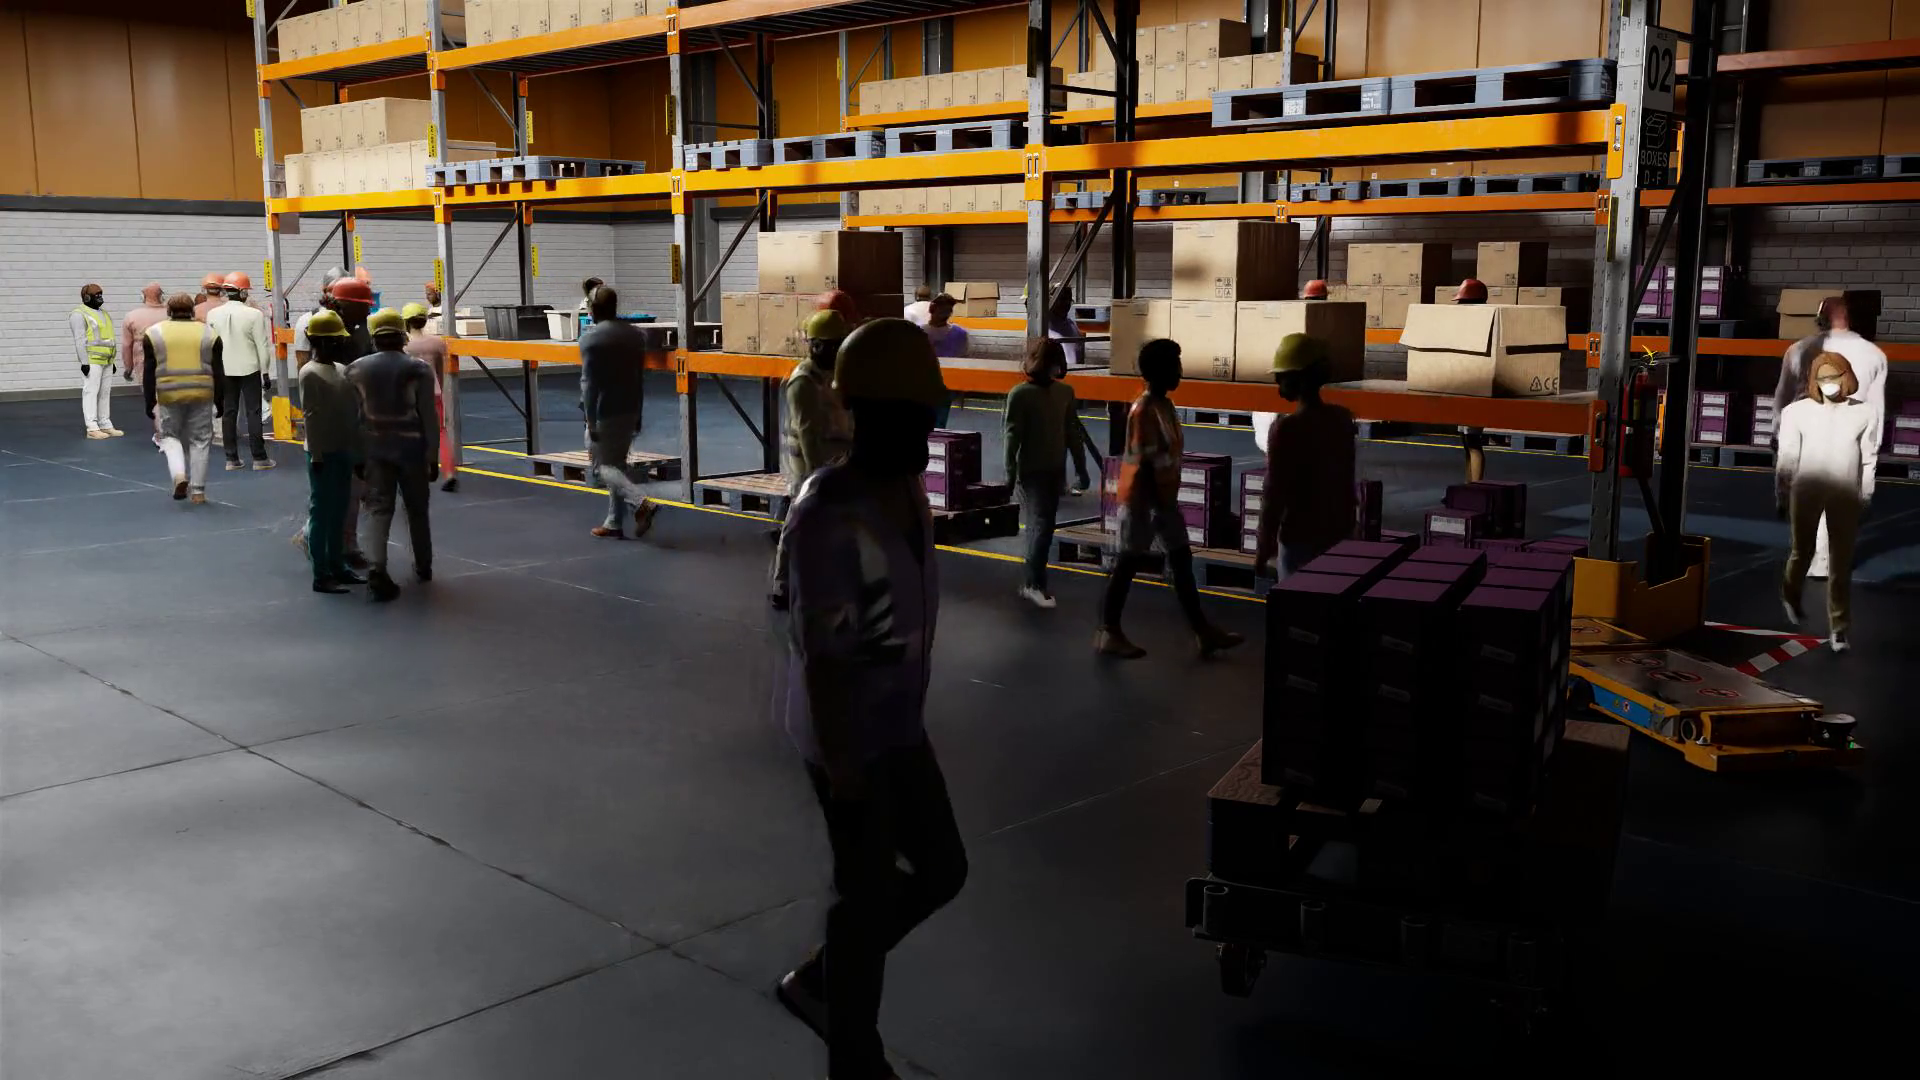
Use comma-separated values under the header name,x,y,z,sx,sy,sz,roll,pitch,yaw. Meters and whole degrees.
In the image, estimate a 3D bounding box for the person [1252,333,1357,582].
name,x,y,z,sx,sy,sz,roll,pitch,yaw
person,1.463,-0.003,7.105,0.539,1.746,0.396,-8,12,-40

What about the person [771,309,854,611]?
name,x,y,z,sx,sy,sz,roll,pitch,yaw
person,-0.726,-0.433,9.645,0.926,1.780,0.623,4,10,22

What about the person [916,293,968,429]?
name,x,y,z,sx,sy,sz,roll,pitch,yaw
person,-0.207,-1.310,14.969,0.581,1.803,0.804,-1,9,-9

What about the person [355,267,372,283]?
name,x,y,z,sx,sy,sz,roll,pitch,yaw
person,-7.583,-2.433,21.121,0.378,2.044,0.607,4,10,21

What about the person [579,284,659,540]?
name,x,y,z,sx,sy,sz,roll,pitch,yaw
person,-2.497,-0.915,12.224,0.684,1.916,0.627,6,11,33

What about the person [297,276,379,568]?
name,x,y,z,sx,sy,sz,roll,pitch,yaw
person,-4.112,-0.773,11.164,0.470,1.972,0.631,-1,9,-5

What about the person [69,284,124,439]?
name,x,y,z,sx,sy,sz,roll,pitch,yaw
person,-10.331,-2.137,19.926,0.429,1.844,0.627,1,9,4

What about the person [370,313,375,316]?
name,x,y,z,sx,sy,sz,roll,pitch,yaw
person,-5.905,-1.578,16.417,0.616,1.861,0.609,7,12,37

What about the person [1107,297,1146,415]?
name,x,y,z,sx,sy,sz,roll,pitch,yaw
person,2.210,-2.269,21.228,0.520,1.675,0.552,9,13,44

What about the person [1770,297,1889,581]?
name,x,y,z,sx,sy,sz,roll,pitch,yaw
person,5.739,-0.685,11.049,0.622,1.840,0.999,1,9,7

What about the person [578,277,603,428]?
name,x,y,z,sx,sy,sz,roll,pitch,yaw
person,-4.429,-2.212,20.151,0.386,1.918,0.596,1,9,6

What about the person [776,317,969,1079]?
name,x,y,z,sx,sy,sz,roll,pitch,yaw
person,-0.200,0.439,3.895,0.441,1.911,0.620,3,10,20

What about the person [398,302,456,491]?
name,x,y,z,sx,sy,sz,roll,pitch,yaw
person,-4.905,-1.311,15.210,0.515,1.723,0.886,-8,12,-41

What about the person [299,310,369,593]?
name,x,y,z,sx,sy,sz,roll,pitch,yaw
person,-3.941,-0.556,10.459,0.310,1.768,0.533,1,9,4

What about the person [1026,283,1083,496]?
name,x,y,z,sx,sy,sz,roll,pitch,yaw
person,0.866,-1.308,14.665,0.406,1.902,0.638,8,12,40

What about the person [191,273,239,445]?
name,x,y,z,sx,sy,sz,roll,pitch,yaw
person,-8.553,-2.067,19.115,0.634,1.963,0.479,-7,12,-38

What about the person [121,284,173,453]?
name,x,y,z,sx,sy,sz,roll,pitch,yaw
person,-8.912,-1.896,18.408,0.640,1.854,0.999,-8,12,-41

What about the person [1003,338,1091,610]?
name,x,y,z,sx,sy,sz,roll,pitch,yaw
person,0.537,-0.394,9.928,0.516,1.613,0.574,-8,12,-41

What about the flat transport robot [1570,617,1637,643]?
name,x,y,z,sx,sy,sz,roll,pitch,yaw
flat transport robot,2.743,0.551,8.244,1.431,0.197,0.652,-2,9,-9

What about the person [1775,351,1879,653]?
name,x,y,z,sx,sy,sz,roll,pitch,yaw
person,4.711,-0.243,9.099,0.512,1.590,0.837,2,10,14

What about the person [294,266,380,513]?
name,x,y,z,sx,sy,sz,roll,pitch,yaw
person,-5.043,-1.211,13.636,0.684,2.000,0.538,-6,11,-35

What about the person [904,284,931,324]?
name,x,y,z,sx,sy,sz,roll,pitch,yaw
person,-0.500,-2.617,22.971,0.625,1.813,0.821,-4,10,-24

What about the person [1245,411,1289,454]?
name,x,y,z,sx,sy,sz,roll,pitch,yaw
person,2.780,-1.253,14.292,0.637,1.915,0.767,-4,10,-24

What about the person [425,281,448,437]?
name,x,y,z,sx,sy,sz,roll,pitch,yaw
person,-6.307,-2.191,20.125,0.575,1.885,0.355,8,12,41

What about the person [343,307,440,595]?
name,x,y,z,sx,sy,sz,roll,pitch,yaw
person,-3.568,-0.563,10.451,0.592,1.792,0.901,-1,9,-5

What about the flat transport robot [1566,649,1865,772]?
name,x,y,z,sx,sy,sz,roll,pitch,yaw
flat transport robot,3.183,0.708,7.282,0.652,0.197,1.431,-2,9,-9

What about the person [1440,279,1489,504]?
name,x,y,z,sx,sy,sz,roll,pitch,yaw
person,4.290,-1.223,14.030,0.358,1.938,0.548,1,9,7

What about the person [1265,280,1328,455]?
name,x,y,z,sx,sy,sz,roll,pitch,yaw
person,3.634,-1.753,17.401,0.917,1.898,0.555,4,10,21

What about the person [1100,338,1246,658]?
name,x,y,z,sx,sy,sz,roll,pitch,yaw
person,1.092,-0.193,8.548,0.794,1.661,0.543,4,10,25

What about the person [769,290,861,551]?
name,x,y,z,sx,sy,sz,roll,pitch,yaw
person,-0.861,-0.627,10.529,0.757,1.897,0.583,2,10,15

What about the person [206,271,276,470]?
name,x,y,z,sx,sy,sz,roll,pitch,yaw
person,-7.253,-1.702,16.786,0.616,1.993,0.395,1,9,5

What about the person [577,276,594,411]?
name,x,y,z,sx,sy,sz,roll,pitch,yaw
person,-4.825,-2.526,22.052,0.435,1.922,0.654,-1,9,-4

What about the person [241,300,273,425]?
name,x,y,z,sx,sy,sz,roll,pitch,yaw
person,-9.142,-2.278,21.438,0.359,1.625,0.536,-4,10,-22

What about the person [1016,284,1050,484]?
name,x,y,z,sx,sy,sz,roll,pitch,yaw
person,0.731,-1.441,15.397,0.385,1.925,0.592,-4,10,-22

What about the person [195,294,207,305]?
name,x,y,z,sx,sy,sz,roll,pitch,yaw
person,-11.684,-2.988,25.752,0.512,1.642,0.312,-4,10,-24

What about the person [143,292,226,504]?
name,x,y,z,sx,sy,sz,roll,pitch,yaw
person,-6.630,-1.205,14.251,0.651,1.827,0.442,-5,10,-26
